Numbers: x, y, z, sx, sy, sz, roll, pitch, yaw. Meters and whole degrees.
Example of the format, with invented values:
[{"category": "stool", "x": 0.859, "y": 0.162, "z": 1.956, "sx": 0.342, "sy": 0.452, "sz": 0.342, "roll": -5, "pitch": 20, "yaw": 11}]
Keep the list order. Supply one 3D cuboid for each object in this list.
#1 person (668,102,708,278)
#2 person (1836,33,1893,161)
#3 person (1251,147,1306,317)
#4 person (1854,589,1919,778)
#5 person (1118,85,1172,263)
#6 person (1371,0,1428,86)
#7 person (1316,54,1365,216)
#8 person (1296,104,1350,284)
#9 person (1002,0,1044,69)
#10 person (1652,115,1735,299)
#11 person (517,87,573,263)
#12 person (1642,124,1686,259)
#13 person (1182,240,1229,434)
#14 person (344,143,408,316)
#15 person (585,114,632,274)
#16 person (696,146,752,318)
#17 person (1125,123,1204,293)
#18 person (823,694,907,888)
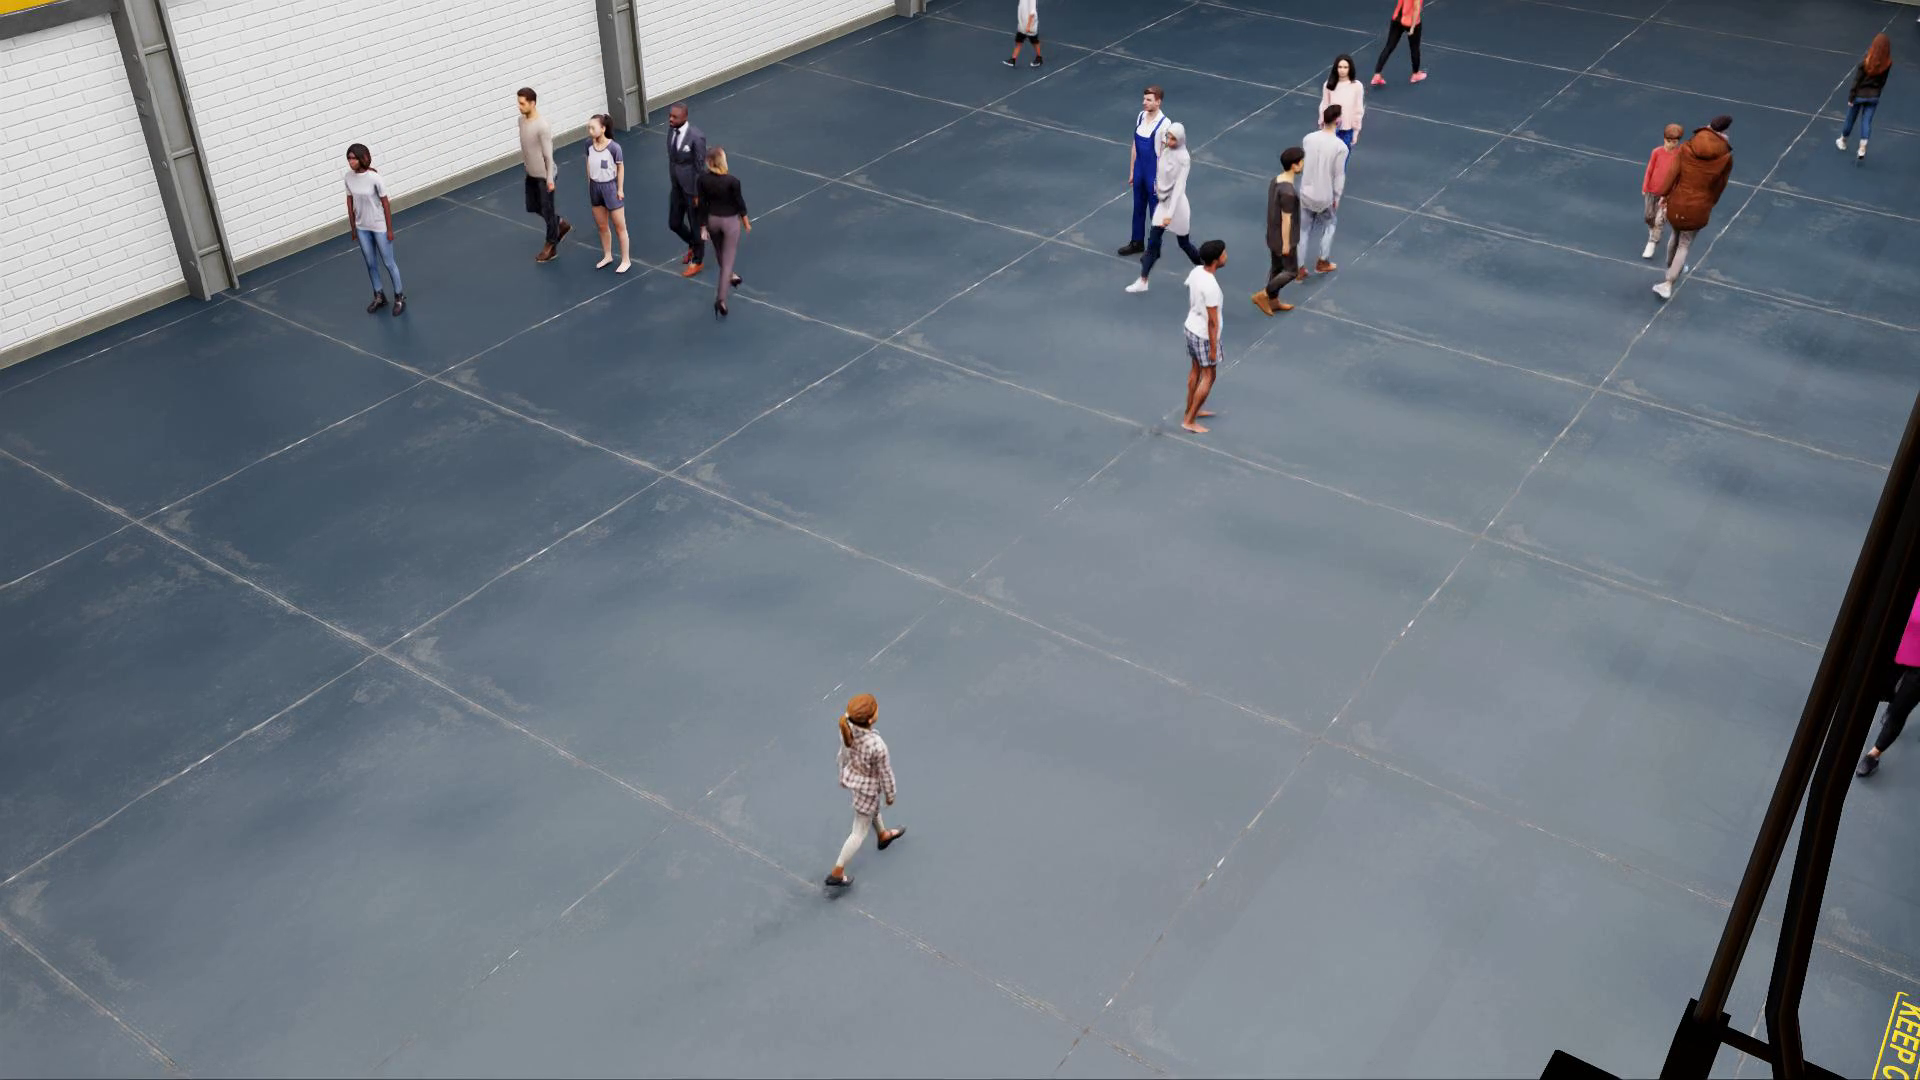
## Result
[{"category": "person", "x": -2.709, "y": -3.605, "z": 16.964, "sx": 0.682, "sy": 1.810, "sz": 0.642, "roll": 24, "pitch": 40, "yaw": 31}, {"category": "person", "x": 10.792, "y": -5.246, "z": 19.749, "sx": 0.792, "sy": 1.460, "sz": 1.018, "roll": 7, "pitch": 34, "yaw": 10}, {"category": "person", "x": 3.055, "y": -2.965, "z": 16.094, "sx": 0.866, "sy": 1.708, "sz": 0.805, "roll": -2, "pitch": 34, "yaw": -3}, {"category": "person", "x": 6.087, "y": 0.731, "z": 10.558, "sx": 1.003, "sy": 1.680, "sz": 0.739, "roll": -26, "pitch": 41, "yaw": -33}, {"category": "person", "x": 1.969, "y": -3.814, "z": 17.242, "sx": 0.643, "sy": 1.850, "sz": 0.676, "roll": -26, "pitch": 42, "yaw": -34}, {"category": "person", "x": 5.773, "y": -6.765, "z": 21.858, "sx": 1.209, "sy": 1.655, "sz": 0.893, "roll": -19, "pitch": 38, "yaw": -27}, {"category": "person", "x": 4.214, "y": -4.513, "z": 18.414, "sx": 0.919, "sy": 1.718, "sz": 1.232, "roll": 8, "pitch": 34, "yaw": 12}, {"category": "person", "x": 3.573, "y": -3.448, "z": 16.723, "sx": 0.738, "sy": 1.817, "sz": 0.813, "roll": 21, "pitch": 39, "yaw": 29}, {"category": "person", "x": 0.979, "y": -7.056, "z": 22.687, "sx": 0.926, "sy": 1.223, "sz": 0.647, "roll": -25, "pitch": 41, "yaw": -33}, {"category": "person", "x": 7.198, "y": -3.277, "z": 16.492, "sx": 0.785, "sy": 1.786, "sz": 1.040, "roll": 20, "pitch": 38, "yaw": 27}, {"category": "person", "x": -4.278, "y": -3.817, "z": 17.247, "sx": 0.665, "sy": 1.850, "sz": 0.777, "roll": 23, "pitch": 40, "yaw": 31}, {"category": "person", "x": 7.398, "y": -3.702, "z": 17.484, "sx": 0.558, "sy": 1.397, "sz": 0.823, "roll": 20, "pitch": 38, "yaw": 27}, {"category": "person", "x": 2.066, "y": -1.772, "z": 14.267, "sx": 0.804, "sy": 1.744, "sz": 0.758, "roll": -8, "pitch": 34, "yaw": -12}, {"category": "person", "x": -5.701, "y": -3.024, "z": 16.173, "sx": 0.651, "sy": 1.719, "sz": 0.630, "roll": 7, "pitch": 34, "yaw": 11}, {"category": "person", "x": -3.616, "y": -3.560, "z": 17.042, "sx": 0.617, "sy": 1.650, "sz": 0.546, "roll": 16, "pitch": 37, "yaw": 22}, {"category": "person", "x": -2.320, "y": -2.952, "z": 16.148, "sx": 0.818, "sy": 1.627, "sz": 1.116, "roll": 9, "pitch": 35, "yaw": 14}, {"category": "person", "x": 2.204, "y": -3.277, "z": 16.541, "sx": 1.214, "sy": 1.733, "sz": 0.920, "roll": -17, "pitch": 37, "yaw": -24}, {"category": "person", "x": -0.607, "y": 1.483, "z": 9.784, "sx": 0.619, "sy": 1.285, "sz": 0.975, "roll": 28, "pitch": 43, "yaw": 35}]
